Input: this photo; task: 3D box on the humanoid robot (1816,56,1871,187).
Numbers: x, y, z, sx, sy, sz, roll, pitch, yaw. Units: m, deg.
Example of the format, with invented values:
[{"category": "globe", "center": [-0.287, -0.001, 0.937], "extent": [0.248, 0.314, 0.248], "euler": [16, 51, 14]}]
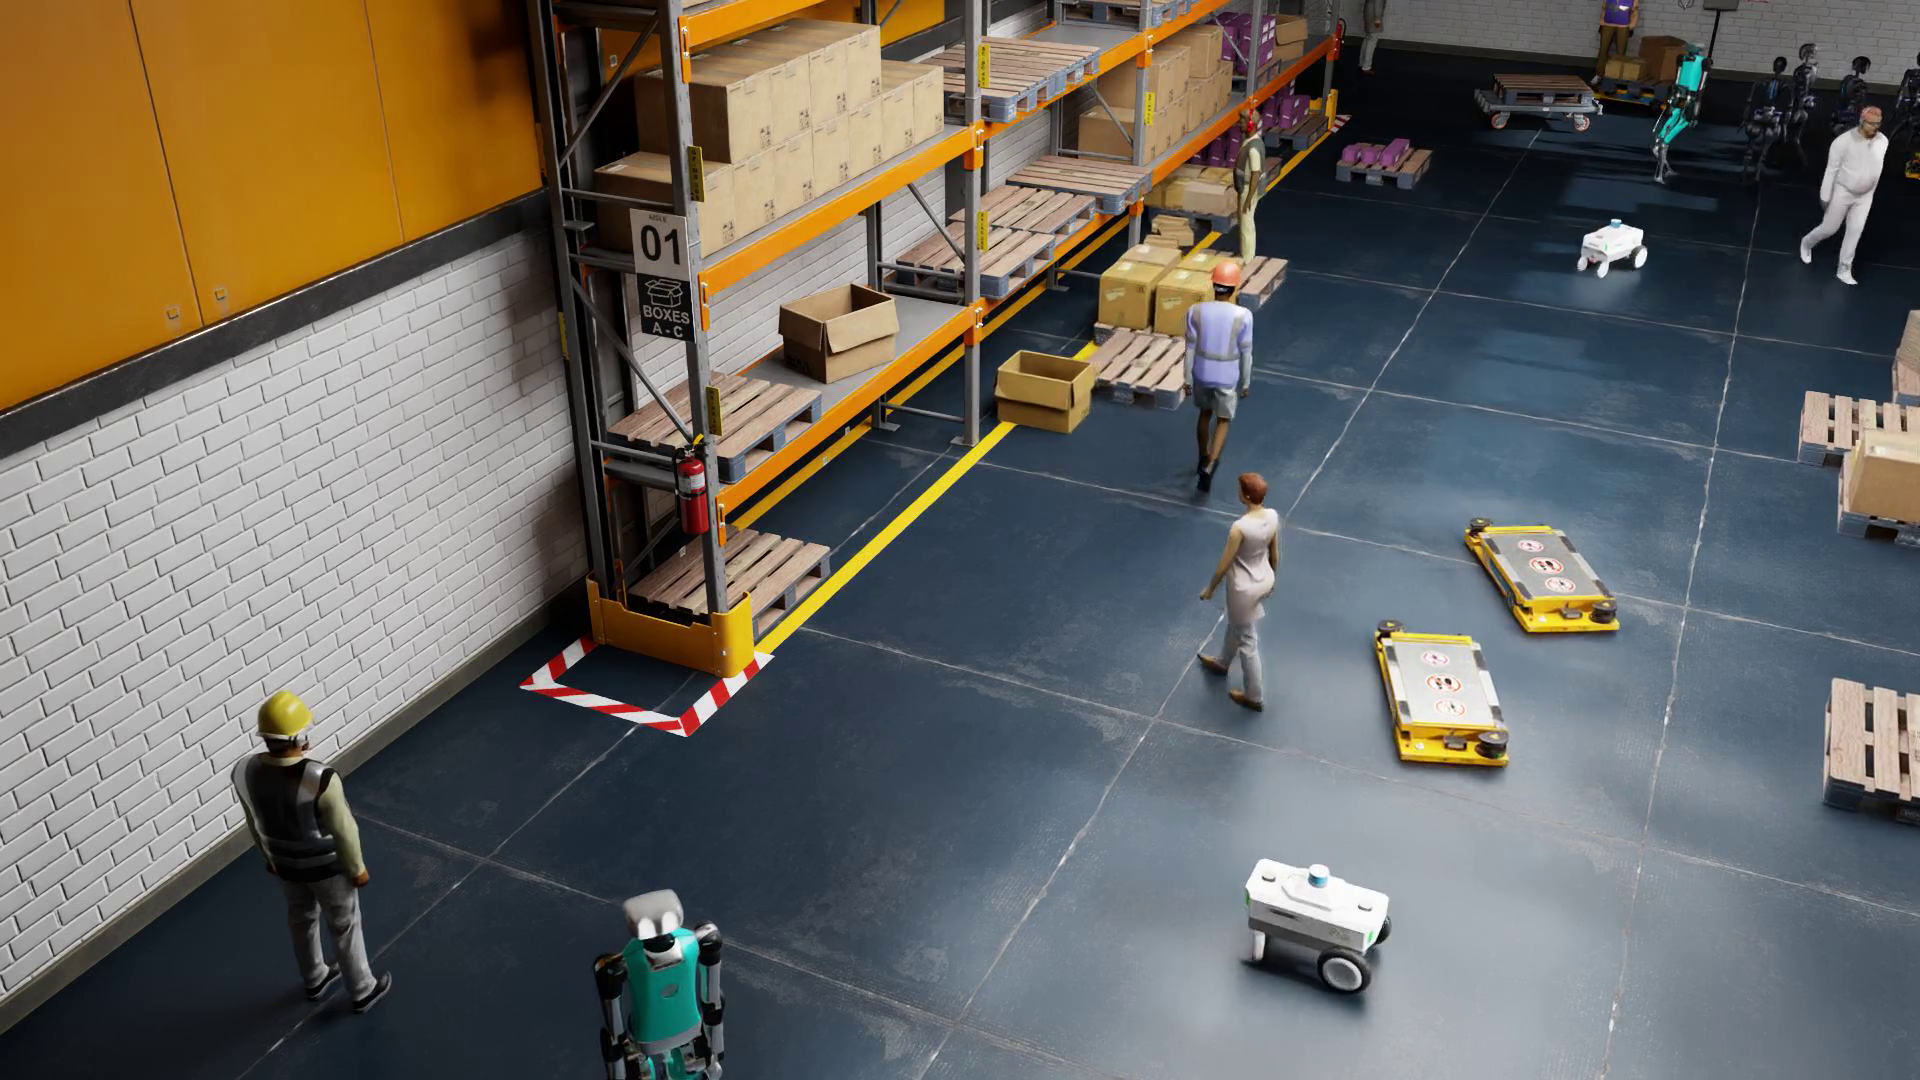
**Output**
[{"category": "humanoid robot", "center": [11.194, -5.282, 21.046], "extent": [0.315, 1.650, 0.612], "euler": [-3, 28, -5]}]

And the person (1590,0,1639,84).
[{"category": "person", "center": [10.251, -8.040, 25.908], "extent": [0.556, 1.919, 0.456], "euler": [18, 33, 30]}]

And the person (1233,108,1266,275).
[{"category": "person", "center": [3.125, -3.754, 18.028], "extent": [0.373, 1.842, 0.569], "euler": [1, 28, 3]}]

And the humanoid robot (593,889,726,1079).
[{"category": "humanoid robot", "center": [-1.325, 2.166, 7.180], "extent": [0.539, 1.819, 0.679], "euler": [-15, 32, -25]}]

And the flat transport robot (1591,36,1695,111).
[{"category": "flat transport robot", "center": [10.359, -6.757, 25.257], "extent": [1.431, 0.231, 0.659], "euler": [22, 35, 35]}]

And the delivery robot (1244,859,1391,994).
[{"category": "delivery robot", "center": [1.891, 1.991, 8.748], "extent": [0.778, 0.607, 0.512], "euler": [13, 31, 23]}]

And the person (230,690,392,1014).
[{"category": "person", "center": [-3.202, 1.552, 8.219], "extent": [0.595, 1.824, 0.403], "euler": [8, 29, 15]}]

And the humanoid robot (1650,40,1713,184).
[{"category": "humanoid robot", "center": [9.063, -5.446, 21.284], "extent": [0.849, 1.771, 0.573], "euler": [-12, 31, -22]}]

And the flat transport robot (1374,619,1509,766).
[{"category": "flat transport robot", "center": [3.135, 0.987, 10.898], "extent": [0.659, 0.231, 1.431], "euler": [3, 28, 5]}]

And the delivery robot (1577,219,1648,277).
[{"category": "delivery robot", "center": [7.262, -3.262, 18.496], "extent": [0.797, 0.614, 0.499], "euler": [-19, 34, -31]}]

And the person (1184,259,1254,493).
[{"category": "person", "center": [2.057, -1.307, 13.433], "extent": [0.546, 1.913, 0.762], "euler": [11, 30, 20]}]

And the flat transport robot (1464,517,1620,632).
[{"category": "flat transport robot", "center": [4.273, 0.244, 12.276], "extent": [0.659, 0.231, 1.431], "euler": [-1, 28, -3]}]

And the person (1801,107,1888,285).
[{"category": "person", "center": [9.621, -3.777, 18.036], "extent": [0.650, 1.879, 0.799], "euler": [-3, 28, -6]}]

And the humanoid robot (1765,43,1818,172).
[{"category": "humanoid robot", "center": [11.011, -5.654, 21.780], "extent": [0.659, 1.658, 0.606], "euler": [10, 30, 17]}]

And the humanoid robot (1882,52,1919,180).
[{"category": "humanoid robot", "center": [12.194, -5.449, 21.347], "extent": [0.395, 1.654, 0.589], "euler": [-11, 30, -19]}]

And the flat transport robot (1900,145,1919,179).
[{"category": "flat transport robot", "center": [13.089, -4.811, 21.649], "extent": [1.431, 0.231, 0.659], "euler": [10, 30, 18]}]

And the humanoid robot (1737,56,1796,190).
[{"category": "humanoid robot", "center": [10.181, -5.281, 21.067], "extent": [0.583, 1.635, 0.681], "euler": [14, 31, 24]}]

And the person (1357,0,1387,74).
[{"category": "person", "center": [6.671, -8.437, 26.743], "extent": [0.364, 1.818, 0.520], "euler": [0, 28, 0]}]

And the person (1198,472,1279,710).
[{"category": "person", "center": [1.755, 0.287, 10.749], "extent": [0.462, 1.634, 0.712], "euler": [-23, 36, -36]}]
